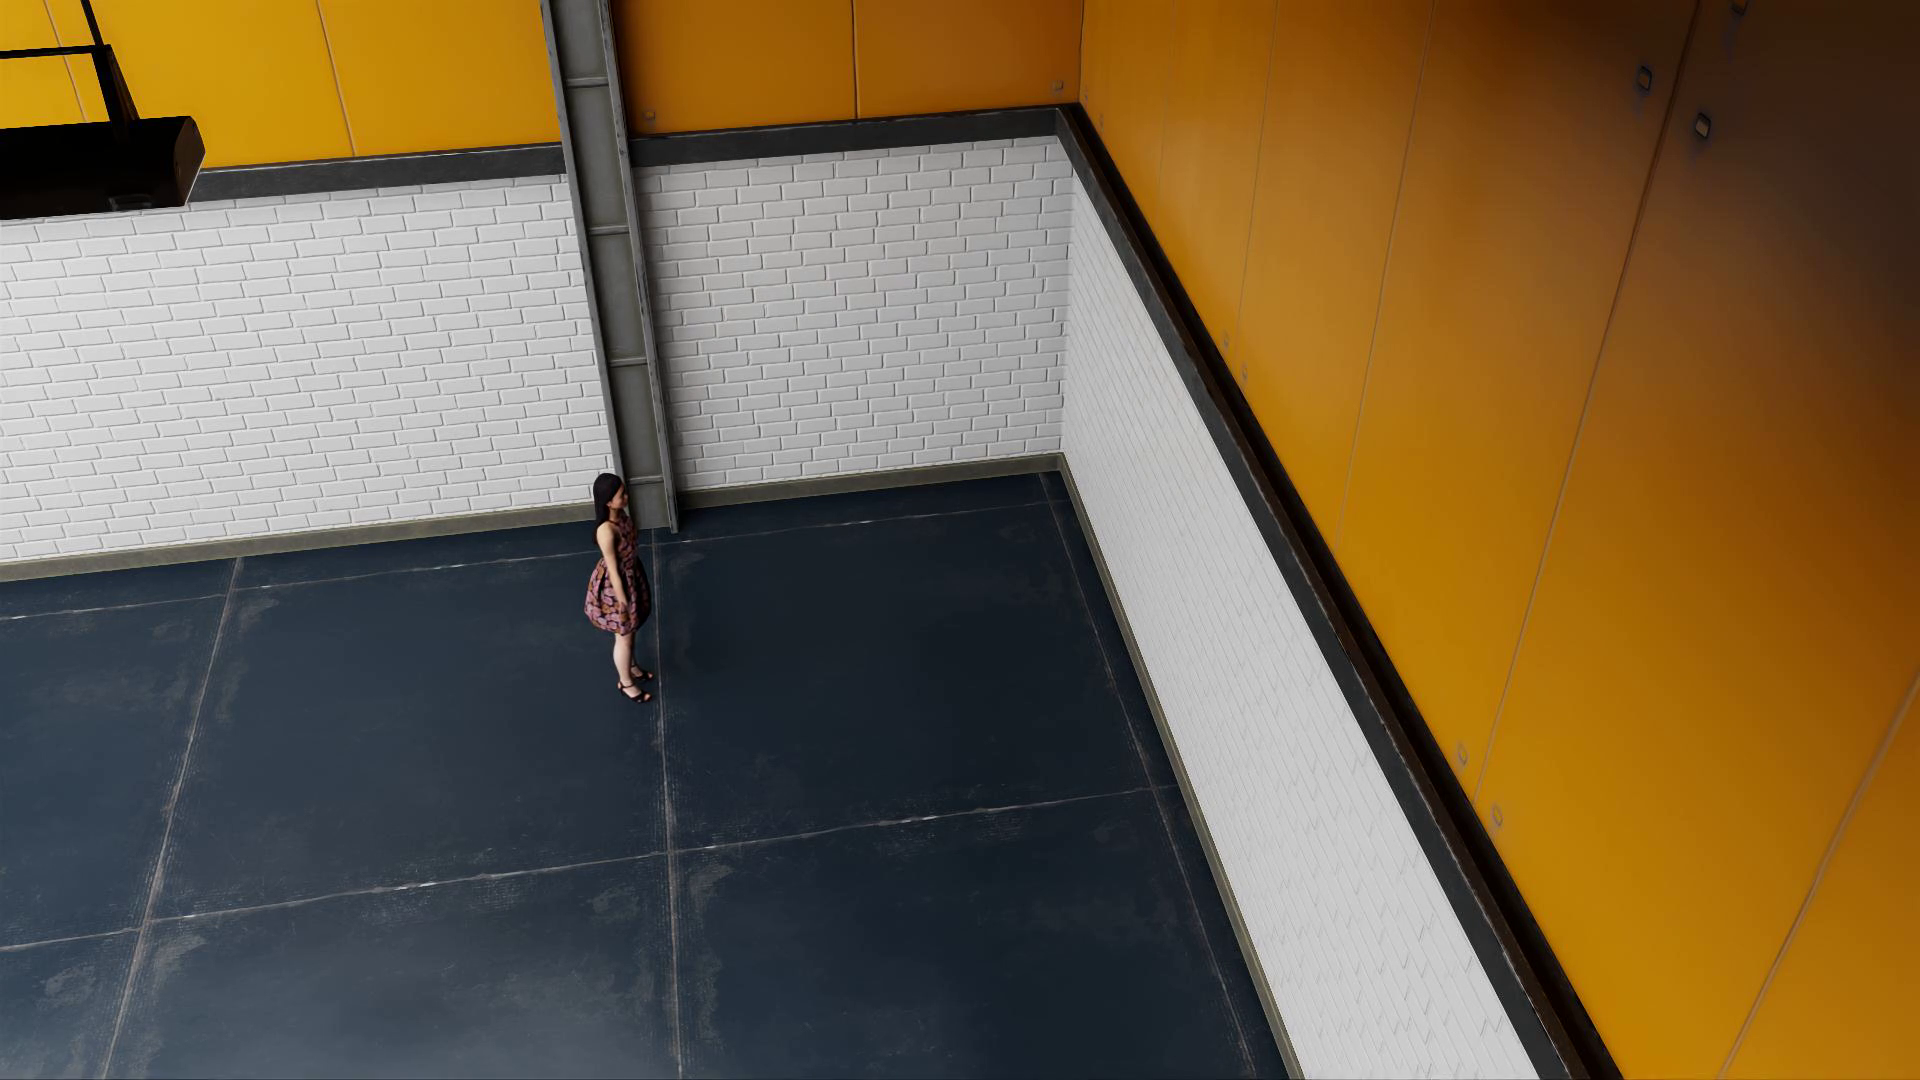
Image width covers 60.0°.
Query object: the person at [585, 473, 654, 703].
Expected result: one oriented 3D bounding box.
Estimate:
[{"bbox_3d":[-2.136,0.305,10.540,0.686,1.773,0.686,-2,39,-3],"label":"person"}]
